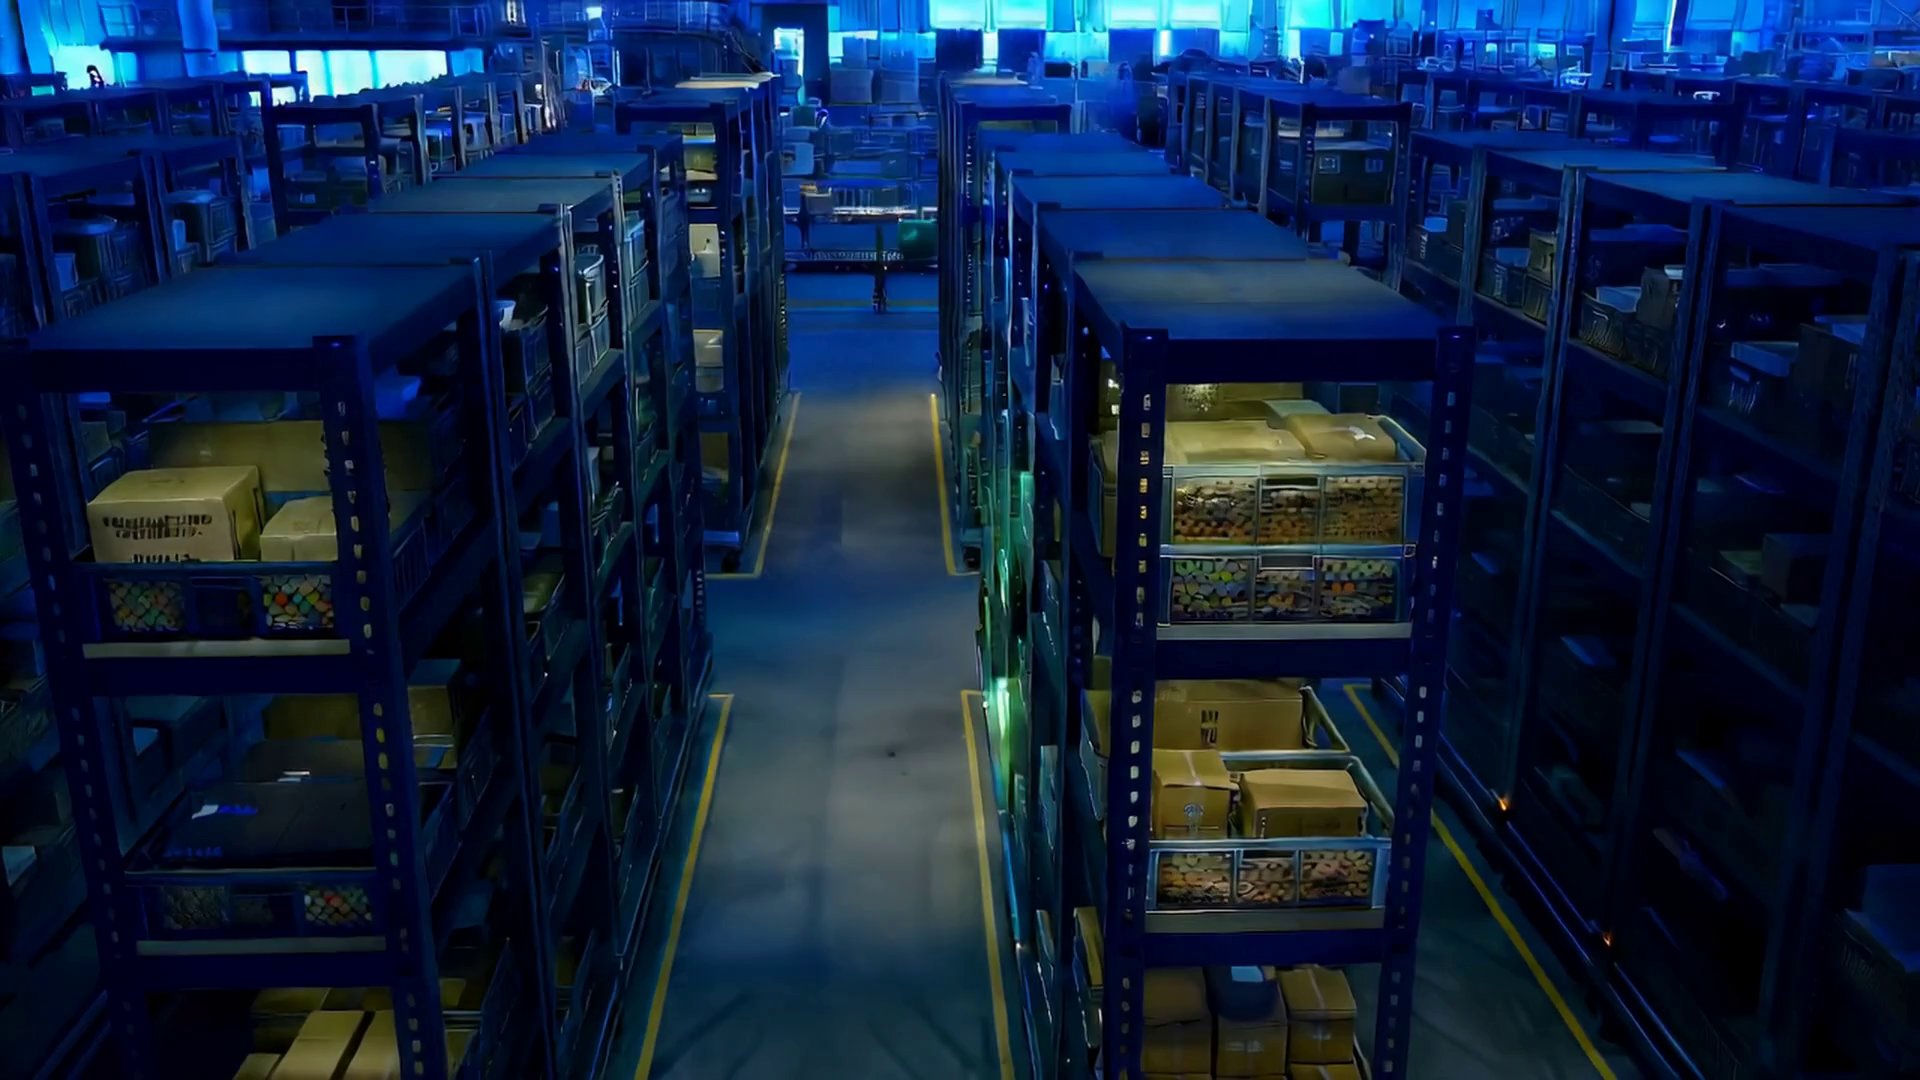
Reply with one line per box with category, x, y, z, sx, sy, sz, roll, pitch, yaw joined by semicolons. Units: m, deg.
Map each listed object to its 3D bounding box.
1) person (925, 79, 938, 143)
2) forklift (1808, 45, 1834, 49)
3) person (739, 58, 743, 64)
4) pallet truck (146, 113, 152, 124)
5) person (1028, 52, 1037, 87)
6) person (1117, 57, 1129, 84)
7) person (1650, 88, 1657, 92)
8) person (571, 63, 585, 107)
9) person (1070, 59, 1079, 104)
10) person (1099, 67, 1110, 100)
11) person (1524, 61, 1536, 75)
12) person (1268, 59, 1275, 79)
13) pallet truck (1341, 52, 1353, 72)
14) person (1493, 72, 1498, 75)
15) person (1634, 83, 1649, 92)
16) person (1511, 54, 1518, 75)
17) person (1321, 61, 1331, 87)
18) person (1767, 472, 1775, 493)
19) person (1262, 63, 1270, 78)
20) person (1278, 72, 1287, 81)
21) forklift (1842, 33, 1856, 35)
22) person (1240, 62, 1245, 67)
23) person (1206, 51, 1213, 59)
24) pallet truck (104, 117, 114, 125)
person;-0.667;-13.640;52.886;0.868;2.007;0.629;0;18;1
forklift;31.325;-16.635;60.741;1.129;2.768;1.873;-1;18;-2
person;-11.779;-24.936;88.174;0.914;1.804;0.626;-15;23;-38
pallet truck;-18.087;-8.309;36.390;1.885;1.965;0.823;-1;18;-4
person;3.641;-23.489;83.496;0.590;1.928;0.632;-6;19;-19
person;7.422;-20.914;75.489;0.634;1.939;0.367;-11;21;-30
person;21.573;-13.200;51.914;0.348;1.759;0.526;-17;24;-42
person;-16.298;-19.443;71.078;0.588;1.853;0.874;-3;18;-8
person;5.068;-20.218;73.331;0.347;1.942;0.544;-1;18;-2
person;5.752;-17.496;64.985;0.964;1.902;0.543;-5;19;-15
person;25.338;-20.393;74.027;0.508;1.846;0.345;4;18;13
person;15.052;-22.401;80.496;0.321;1.690;0.533;13;22;35
pallet truck;18.794;-23.123;82.231;0.823;1.965;1.885;-13;22;-35
person;19.590;-16.252;61.205;0.645;1.849;0.554;-6;19;-18
person;24.610;-16.046;60.261;0.653;2.000;0.696;8;19;22
person;26.923;-22.747;81.227;0.899;1.888;0.617;-3;18;-9
person;16.372;-20.624;74.781;0.805;1.830;0.584;15;23;39
person;6.819;-0.865;13.653;0.616;1.808;0.491;0;18;1
person;12.786;-18.940;69.442;0.764;1.899;0.592;8;19;23
person;11.299;-15.617;59.052;0.566;1.974;0.623;12;21;32
forklift;45.972;-24.928;86.404;1.873;2.768;1.129;1;18;4
person;13.012;-21.188;76.739;0.487;1.696;0.932;2;18;5
person;13.165;-24.769;87.573;0.430;1.845;0.619;-8;19;-22
pallet truck;-18.367;-7.885;35.078;1.885;1.965;0.823;1;18;2
